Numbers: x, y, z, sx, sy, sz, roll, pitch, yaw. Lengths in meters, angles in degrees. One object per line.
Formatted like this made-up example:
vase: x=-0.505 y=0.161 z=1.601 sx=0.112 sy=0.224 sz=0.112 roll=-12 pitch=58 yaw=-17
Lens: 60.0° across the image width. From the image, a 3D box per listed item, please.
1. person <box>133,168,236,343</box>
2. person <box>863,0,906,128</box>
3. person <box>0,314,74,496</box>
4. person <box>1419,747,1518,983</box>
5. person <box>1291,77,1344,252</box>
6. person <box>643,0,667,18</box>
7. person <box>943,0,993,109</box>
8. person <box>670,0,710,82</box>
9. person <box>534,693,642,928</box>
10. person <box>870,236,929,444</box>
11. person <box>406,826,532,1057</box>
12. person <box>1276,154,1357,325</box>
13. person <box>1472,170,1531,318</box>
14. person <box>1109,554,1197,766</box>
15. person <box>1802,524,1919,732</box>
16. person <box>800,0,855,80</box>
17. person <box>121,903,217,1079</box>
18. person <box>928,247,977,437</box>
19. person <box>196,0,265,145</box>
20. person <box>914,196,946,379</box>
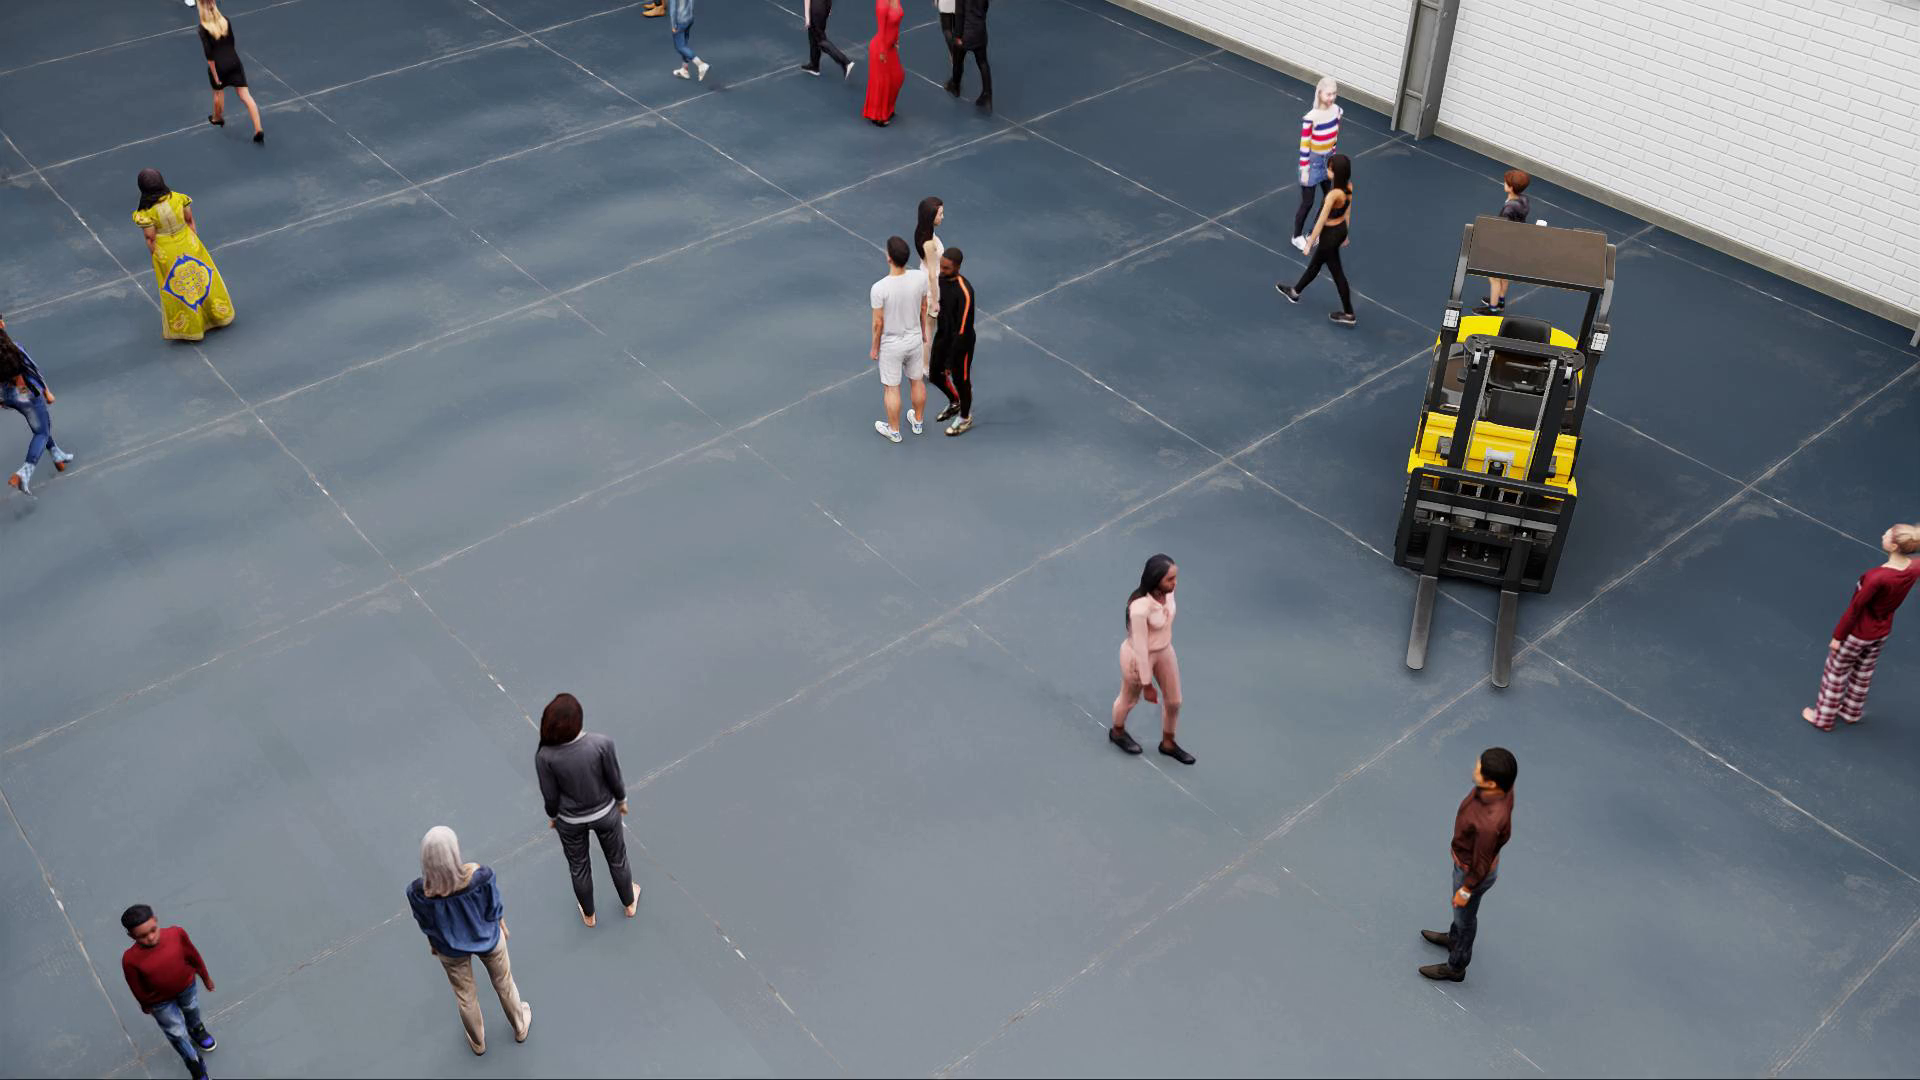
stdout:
person: x=-7.043 y=-2.577 z=14.952 sx=0.844 sy=1.660 sz=0.908 roll=27 pitch=46 yaw=30
person: x=-0.852 y=-5.448 z=18.460 sx=0.875 sy=1.768 sz=0.838 roll=15 pitch=41 yaw=18
person: x=-7.428 y=-1.079 z=13.121 sx=1.010 sy=1.594 sz=1.005 roll=8 pitch=39 yaw=10
person: x=2.897 y=1.822 z=9.342 sx=0.717 sy=1.777 sz=0.718 roll=11 pitch=40 yaw=13
person: x=3.421 y=-3.676 z=16.210 sx=0.698 sy=1.796 sz=0.669 roll=-21 pitch=43 yaw=-24
person: x=-3.936 y=-7.538 z=21.114 sx=0.765 sy=1.711 sz=0.674 roll=-2 pitch=39 yaw=-3
person: x=0.177 y=-5.716 z=18.810 sx=0.730 sy=1.740 sz=1.131 roll=-22 pitch=43 yaw=-25
person: x=-3.199 y=-6.078 z=19.486 sx=0.900 sy=1.463 sz=0.739 roll=20 pitch=43 yaw=23
person: x=-2.168 y=1.573 z=9.661 sx=0.684 sy=1.768 sz=0.651 roll=-11 pitch=40 yaw=-13
person: x=-0.486 y=-1.643 z=13.617 sx=0.709 sy=1.856 sz=0.619 roll=-21 pitch=43 yaw=-24
person: x=-2.646 y=2.167 z=8.977 sx=0.688 sy=1.703 sz=0.682 roll=-12 pitch=40 yaw=-15
person: x=3.459 y=-2.697 z=15.143 sx=1.137 sy=1.599 sz=0.766 roll=24 pitch=45 yaw=27
person: x=5.008 y=-2.728 z=15.305 sx=0.557 sy=1.446 sz=0.577 roll=26 pitch=45 yaw=29
person: x=1.127 y=0.748 z=10.750 sx=0.878 sy=1.697 sz=0.692 roll=29 pitch=47 yaw=32
person: x=5.985 y=0.574 z=10.968 sx=0.672 sy=1.698 sz=0.604 roll=-15 pitch=41 yaw=-18
person: x=-1.575 y=-6.175 z=19.406 sx=1.126 sy=1.715 sz=0.865 roll=20 pitch=43 yaw=23
person: x=-4.338 y=2.388 z=9.064 sx=0.681 sy=1.240 sz=0.546 roll=31 pitch=48 yaw=32
person: x=0.041 y=-1.653 z=13.682 sx=0.708 sy=1.790 sz=0.615 roll=-23 pitch=44 yaw=-26
person: x=-7.923 y=-5.084 z=18.106 sx=1.118 sy=1.632 sz=0.736 roll=25 pitch=45 yaw=28
person: x=-0.280 y=-2.161 z=14.360 sx=0.723 sy=1.738 sz=0.623 roll=-6 pitch=39 yaw=-7
